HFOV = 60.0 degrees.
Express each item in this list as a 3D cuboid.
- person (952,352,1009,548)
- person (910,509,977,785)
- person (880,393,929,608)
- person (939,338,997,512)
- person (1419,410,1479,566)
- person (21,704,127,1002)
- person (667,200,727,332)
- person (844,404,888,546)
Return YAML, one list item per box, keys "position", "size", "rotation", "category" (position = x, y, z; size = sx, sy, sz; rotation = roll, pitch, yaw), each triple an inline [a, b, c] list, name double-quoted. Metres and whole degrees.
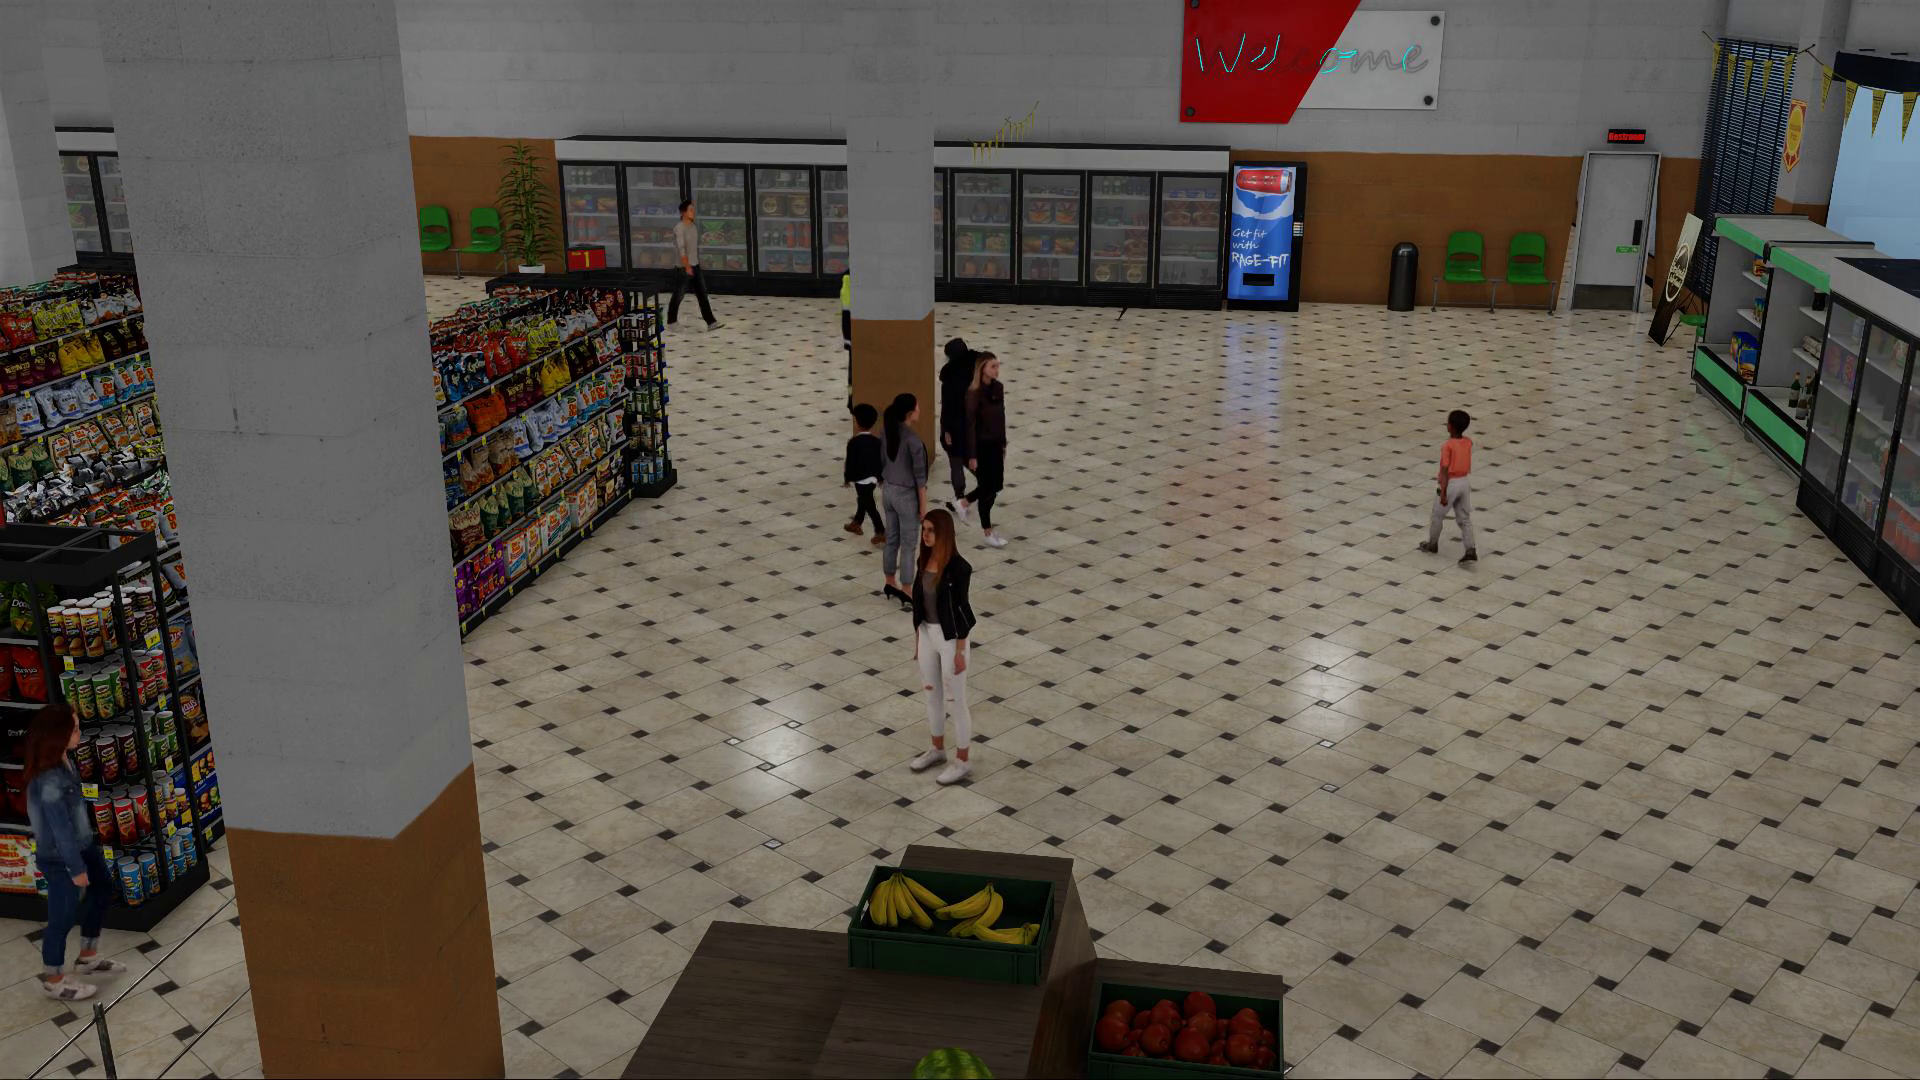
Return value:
- position: [0.164, -0.790, 14.188]
  size: [0.907, 1.694, 0.917]
  rotation: [14, 23, 36]
  category: "person"
- position: [-0.093, 0.621, 9.995]
  size: [0.667, 1.699, 0.690]
  rotation: [17, 25, 41]
  category: "person"
- position: [-0.451, -0.307, 12.786]
  size: [0.757, 1.675, 0.719]
  rotation: [-16, 25, -40]
  category: "person"
- position: [0.089, -0.971, 14.805]
  size: [0.958, 1.642, 1.001]
  rotation: [-14, 23, -36]
  category: "person"
- position: [4.123, -0.418, 13.707]
  size: [0.757, 1.296, 0.961]
  rotation: [-6, 20, -18]
  category: "person"
- position: [-4.282, 1.476, 7.826]
  size: [0.824, 1.463, 0.718]
  rotation: [-6, 19, -16]
  category: "person"
- position: [-3.807, -3.701, 22.716]
  size: [0.945, 1.760, 1.152]
  rotation: [9, 21, 26]
  category: "person"
- position: [-0.771, -0.539, 14.216]
  size: [0.859, 1.201, 0.860]
  rotation: [-17, 25, -41]
  category: "person"
